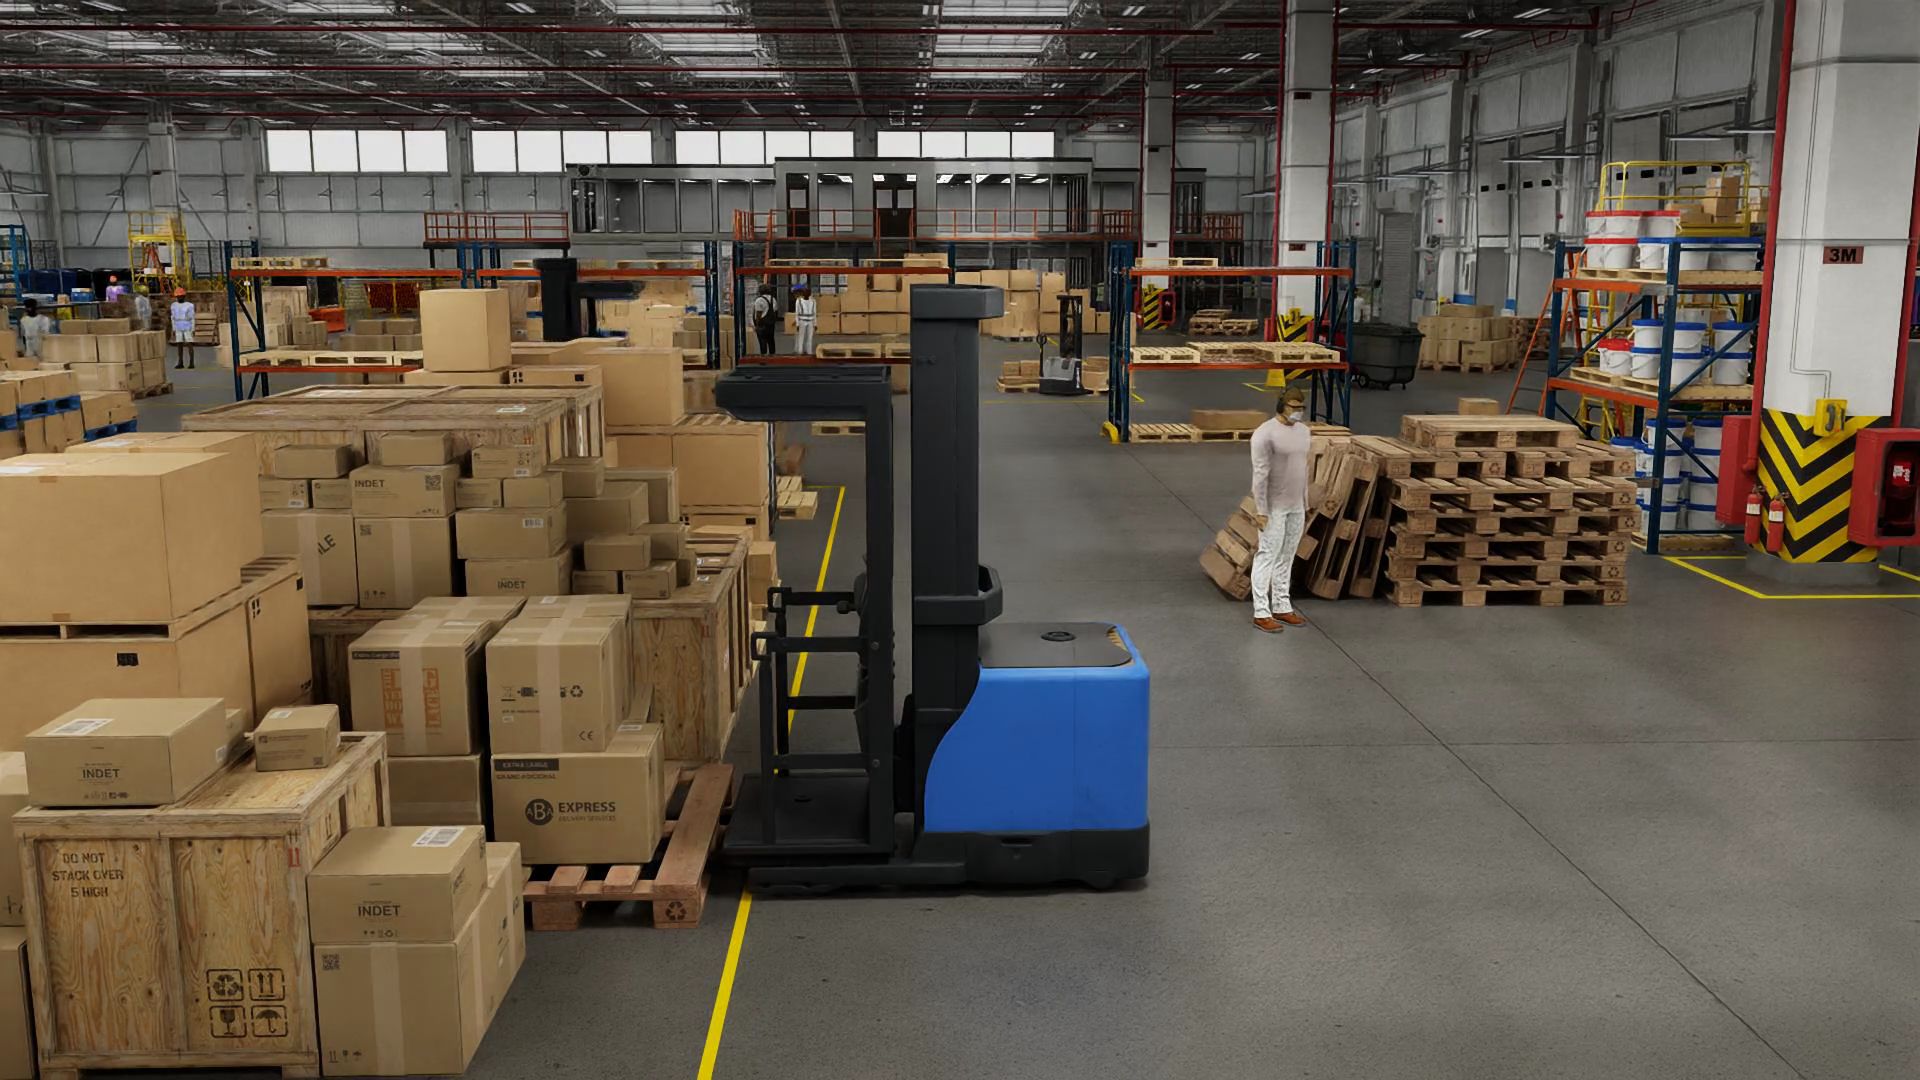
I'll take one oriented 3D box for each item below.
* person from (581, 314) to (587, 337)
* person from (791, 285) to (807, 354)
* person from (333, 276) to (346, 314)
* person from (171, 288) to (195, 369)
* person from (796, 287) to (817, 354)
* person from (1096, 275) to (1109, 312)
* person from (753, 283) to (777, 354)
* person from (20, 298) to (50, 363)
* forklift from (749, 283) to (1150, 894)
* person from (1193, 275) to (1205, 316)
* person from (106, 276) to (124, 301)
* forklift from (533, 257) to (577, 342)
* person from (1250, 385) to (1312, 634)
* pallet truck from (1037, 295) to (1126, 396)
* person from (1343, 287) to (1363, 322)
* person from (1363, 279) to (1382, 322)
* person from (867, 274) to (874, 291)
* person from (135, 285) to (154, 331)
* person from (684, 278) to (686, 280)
[{"bbox_3d":[-6.275,-2.854,27.818,0.946,1.825,0.581,-1,10,-3],"label":"person"},{"bbox_3d":[-4.278,-5.811,44.127,0.718,1.894,0.644,-4,11,-22],"label":"person"},{"bbox_3d":[-25.528,-10.093,68.423,0.502,1.721,0.444,-3,11,-16],"label":"person"},{"bbox_3d":[-18.592,-5.062,39.805,0.542,1.939,0.366,0,10,-3],"label":"person"},{"bbox_3d":[-3.911,-5.493,42.359,0.574,1.884,0.360,-5,11,-26],"label":"person"},{"bbox_3d":[4.963,-8.269,57.770,0.390,1.911,0.585,-6,12,-32],"label":"person"},{"bbox_3d":[-4.845,-5.327,40.996,0.535,2.000,0.691,7,13,36],"label":"person"},{"bbox_3d":[-18.066,-3.726,32.403,0.611,1.929,0.903,0,10,2],"label":"person"},{"bbox_3d":[-0.058,0.174,8.009,1.873,2.768,1.129,0,10,-2],"label":"forklift"},{"bbox_3d":[9.272,-9.460,64.568,0.506,1.847,0.346,6,12,31],"label":"person"},{"bbox_3d":[-28.354,-7.916,55.861,0.555,1.890,0.992,-3,11,-19],"label":"person"},{"bbox_3d":[-5.113,-2.212,21.302,1.873,2.768,1.129,0,10,-2],"label":"forklift"},{"bbox_3d":[2.523,-0.250,13.012,0.627,1.934,0.372,-9,13,-40],"label":"person"},{"bbox_3d":[2.483,-3.881,33.060,1.885,1.965,0.823,-7,13,-36],"label":"pallet truck"},{"bbox_3d":[10.457,-5.822,44.338,0.503,1.827,0.932,4,11,22],"label":"person"},{"bbox_3d":[13.939,-7.914,56.113,0.646,1.788,0.825,-6,12,-31],"label":"person"},{"bbox_3d":[-3.306,-8.482,58.906,0.539,1.929,0.394,-4,11,-22],"label":"person"},{"bbox_3d":[-23.329,-6.379,47.495,0.526,1.820,0.603,1,10,4],"label":"person"},{"bbox_3d":[-9.317,-7.915,56.027,0.588,1.827,1.018,7,13,36],"label":"person"}]
